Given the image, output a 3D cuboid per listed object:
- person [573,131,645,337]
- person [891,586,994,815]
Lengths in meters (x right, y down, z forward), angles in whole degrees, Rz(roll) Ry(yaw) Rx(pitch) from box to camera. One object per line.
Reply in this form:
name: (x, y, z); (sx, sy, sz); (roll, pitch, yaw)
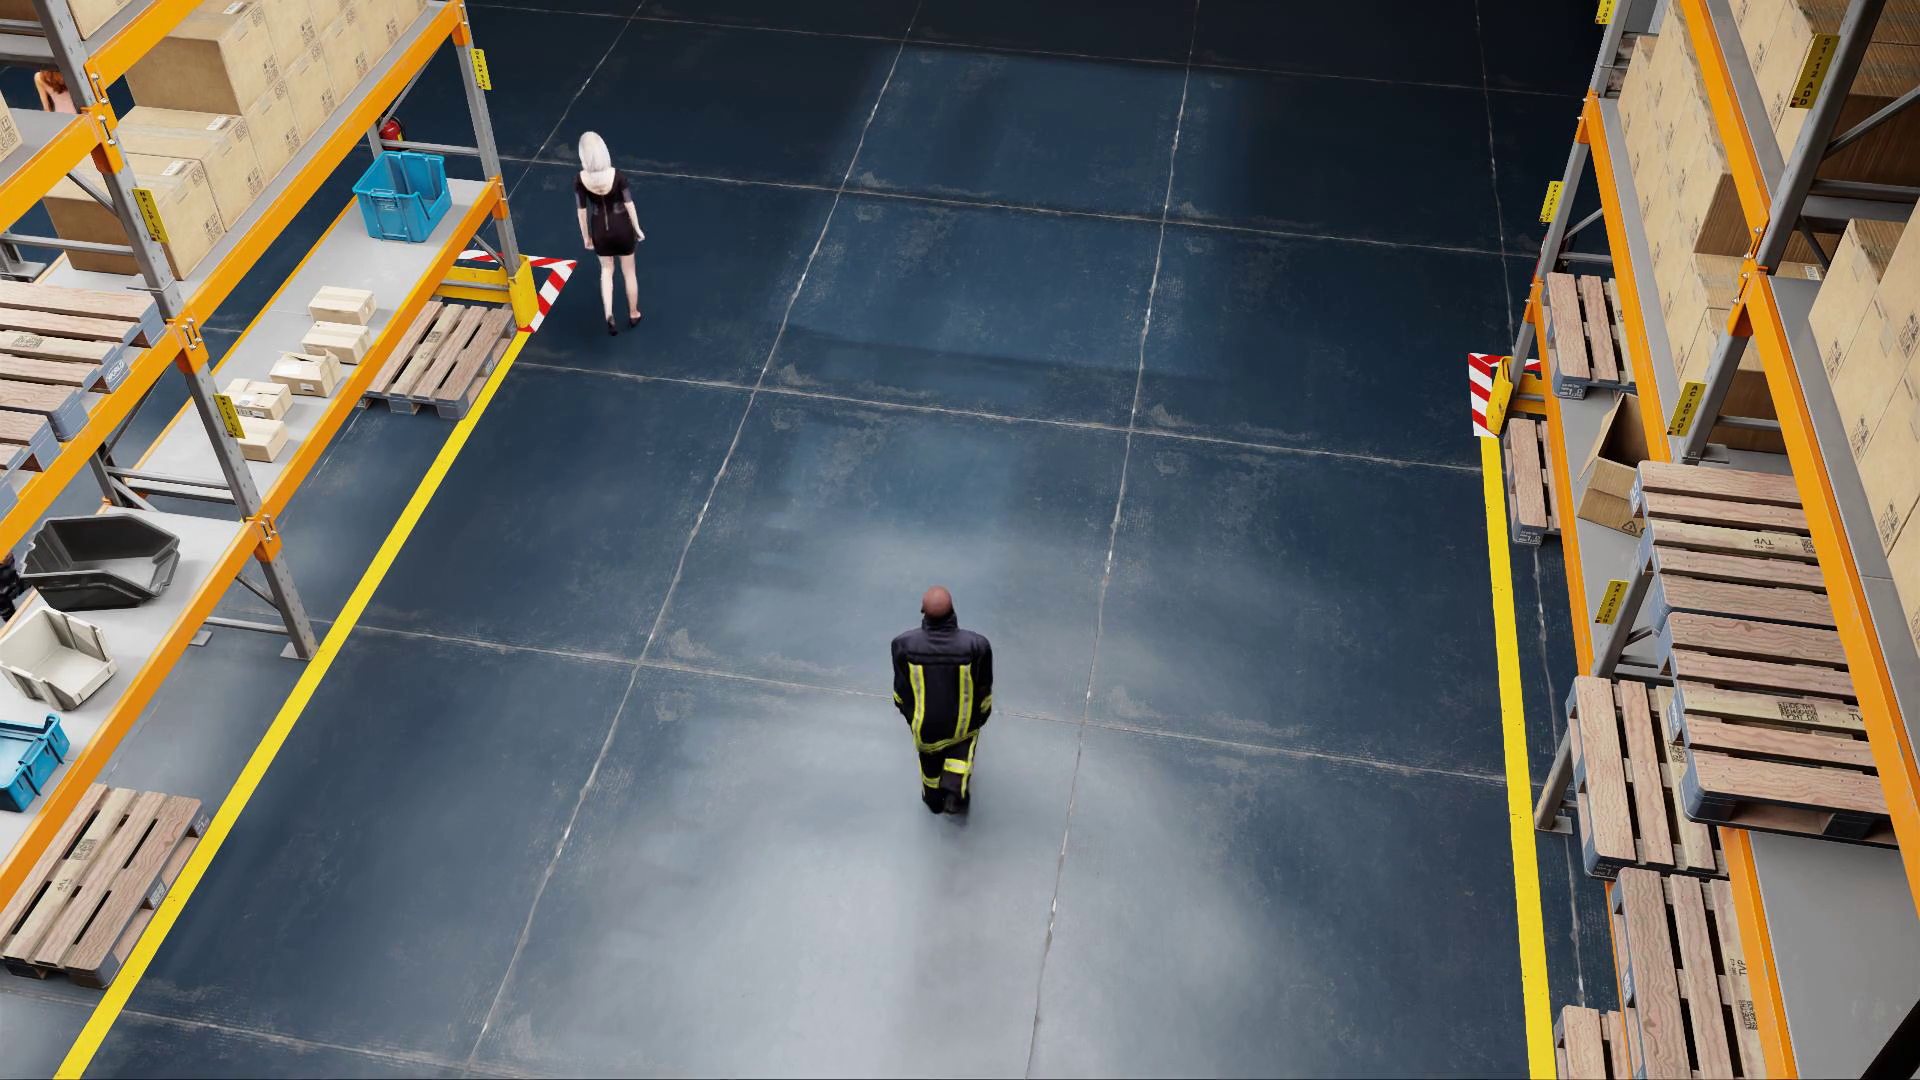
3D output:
person: (-2.776, -2.365, 13.194); (0.729, 1.815, 0.908); (0, 44, 1)
person: (-0.093, 0.999, 9.668); (0.787, 1.810, 0.831); (2, 44, 2)
